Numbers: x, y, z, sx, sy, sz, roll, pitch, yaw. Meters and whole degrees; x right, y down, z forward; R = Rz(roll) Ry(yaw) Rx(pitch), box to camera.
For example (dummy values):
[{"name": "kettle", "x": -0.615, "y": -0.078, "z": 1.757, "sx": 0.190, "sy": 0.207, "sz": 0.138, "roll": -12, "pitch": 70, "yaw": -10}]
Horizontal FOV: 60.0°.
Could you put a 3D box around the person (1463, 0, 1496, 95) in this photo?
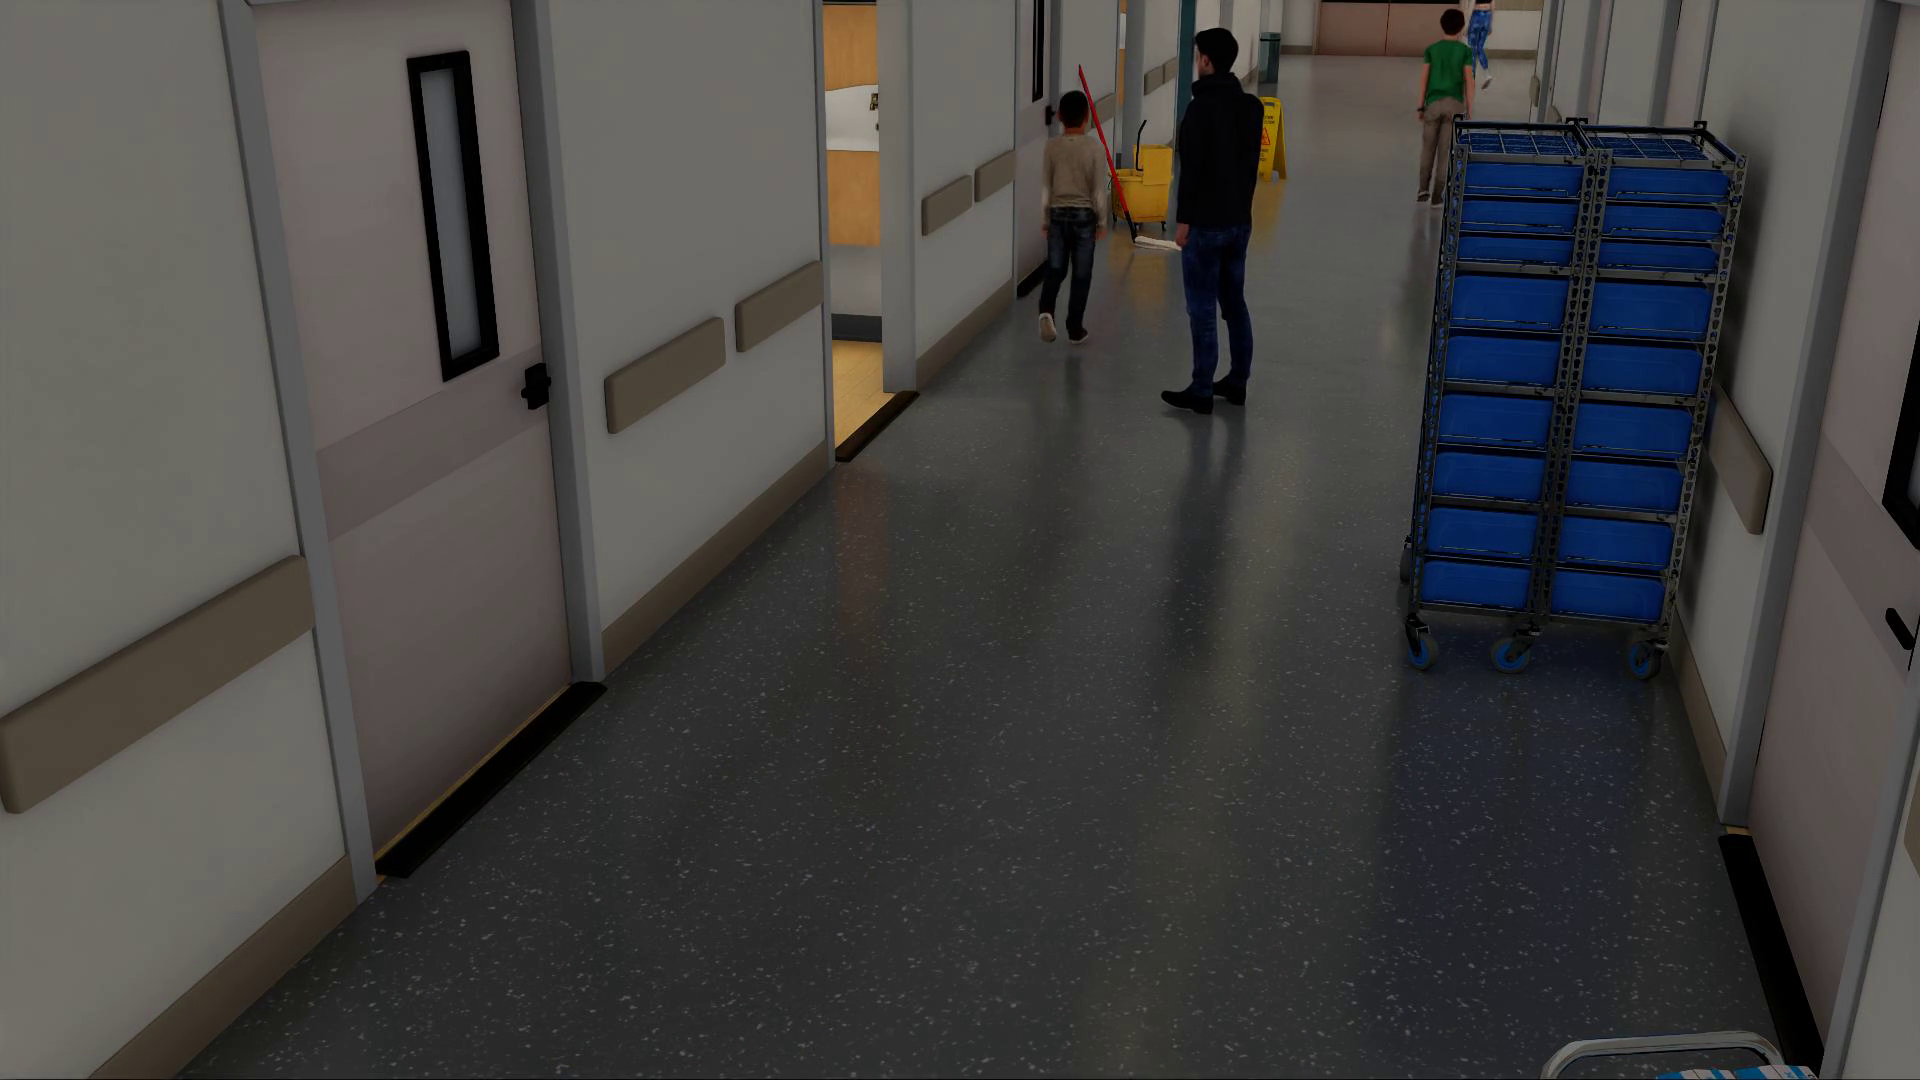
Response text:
[{"name": "person", "x": 7.226, "y": -7.069, "z": 22.969, "sx": 0.803, "sy": 1.779, "sz": 0.880, "roll": -8, "pitch": 22, "yaw": -21}]

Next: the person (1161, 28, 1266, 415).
[{"name": "person", "x": 1.299, "y": -1.592, "z": 8.358, "sx": 0.709, "sy": 1.885, "sz": 0.813, "roll": -17, "pitch": 27, "yaw": -38}]

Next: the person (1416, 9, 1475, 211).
[{"name": "person", "x": 4.091, "y": -3.631, "z": 14.092, "sx": 0.656, "sy": 1.636, "sz": 0.662, "roll": 11, "pitch": 23, "yaw": 27}]

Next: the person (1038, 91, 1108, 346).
[{"name": "person", "x": 0.629, "y": -1.811, "z": 9.550, "sx": 0.559, "sy": 1.450, "sz": 0.756, "roll": 7, "pitch": 22, "yaw": 17}]
